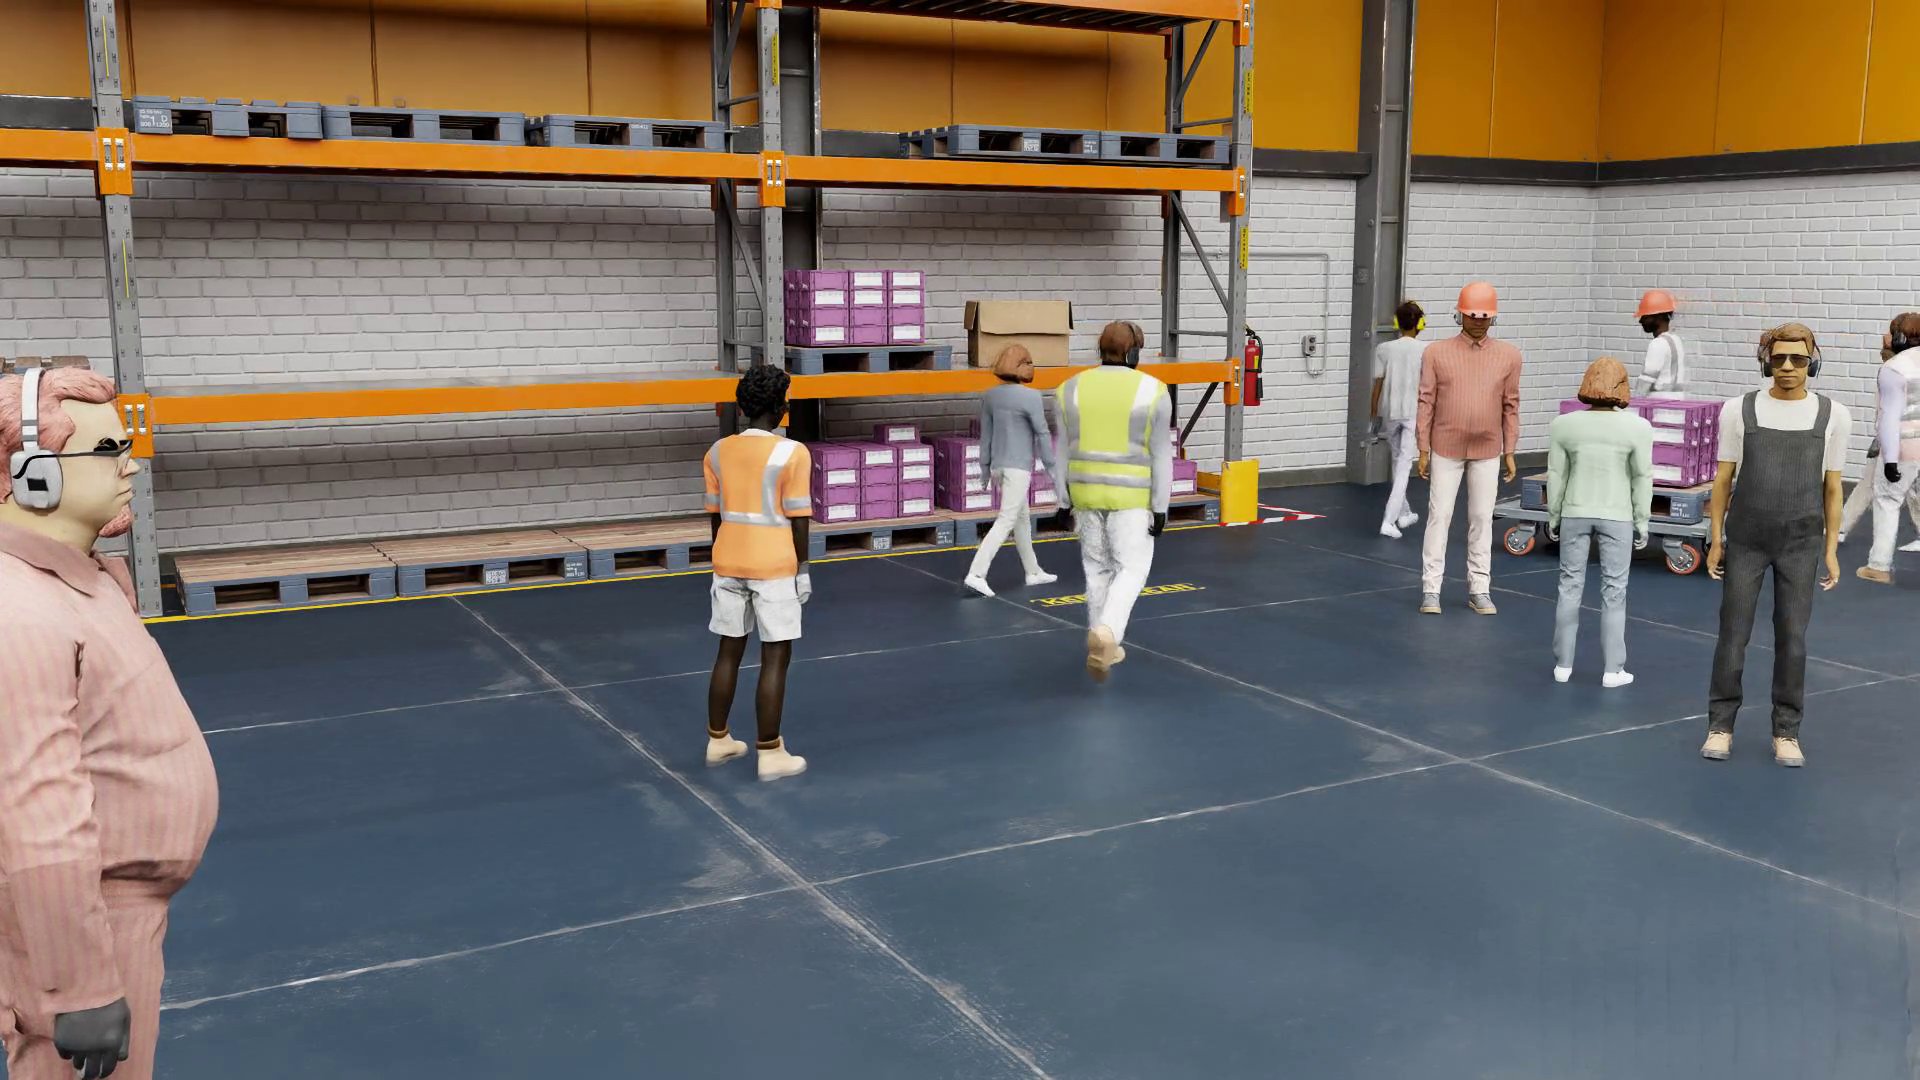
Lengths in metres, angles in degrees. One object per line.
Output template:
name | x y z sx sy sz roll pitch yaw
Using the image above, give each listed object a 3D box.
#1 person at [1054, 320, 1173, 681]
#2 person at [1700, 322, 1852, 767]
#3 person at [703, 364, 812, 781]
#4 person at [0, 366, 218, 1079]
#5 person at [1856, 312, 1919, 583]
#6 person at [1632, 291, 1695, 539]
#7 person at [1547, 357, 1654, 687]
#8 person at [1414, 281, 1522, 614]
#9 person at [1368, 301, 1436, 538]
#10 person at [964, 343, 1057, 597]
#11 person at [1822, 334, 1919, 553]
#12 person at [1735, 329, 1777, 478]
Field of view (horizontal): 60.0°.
person | 0.750 -0.193 8.353 0.627 1.818 0.762 4 10 23
person | 3.394 0.022 6.935 0.504 1.847 0.344 4 10 22
person | -0.827 0.126 6.820 0.528 1.682 0.365 6 11 33
person | -1.489 0.659 2.870 0.409 1.909 0.641 -5 10 -26
person | 6.194 -0.556 10.642 0.641 1.798 0.866 -2 10 -12
person | 5.269 -0.962 12.815 0.938 1.887 0.546 5 11 29
person | 3.159 -0.087 8.244 0.500 1.633 0.281 6 11 32
person | 3.027 -0.541 9.934 0.608 1.989 0.387 1 9 5
person | 3.463 -0.937 12.922 0.512 1.815 1.013 6 11 34
person | 0.309 -0.452 10.589 0.850 1.595 0.512 -7 12 -38
person | 6.745 -0.707 12.120 0.847 1.593 0.523 3 10 18
person | 6.010 -0.759 12.414 0.509 1.619 0.563 -5 11 -28
